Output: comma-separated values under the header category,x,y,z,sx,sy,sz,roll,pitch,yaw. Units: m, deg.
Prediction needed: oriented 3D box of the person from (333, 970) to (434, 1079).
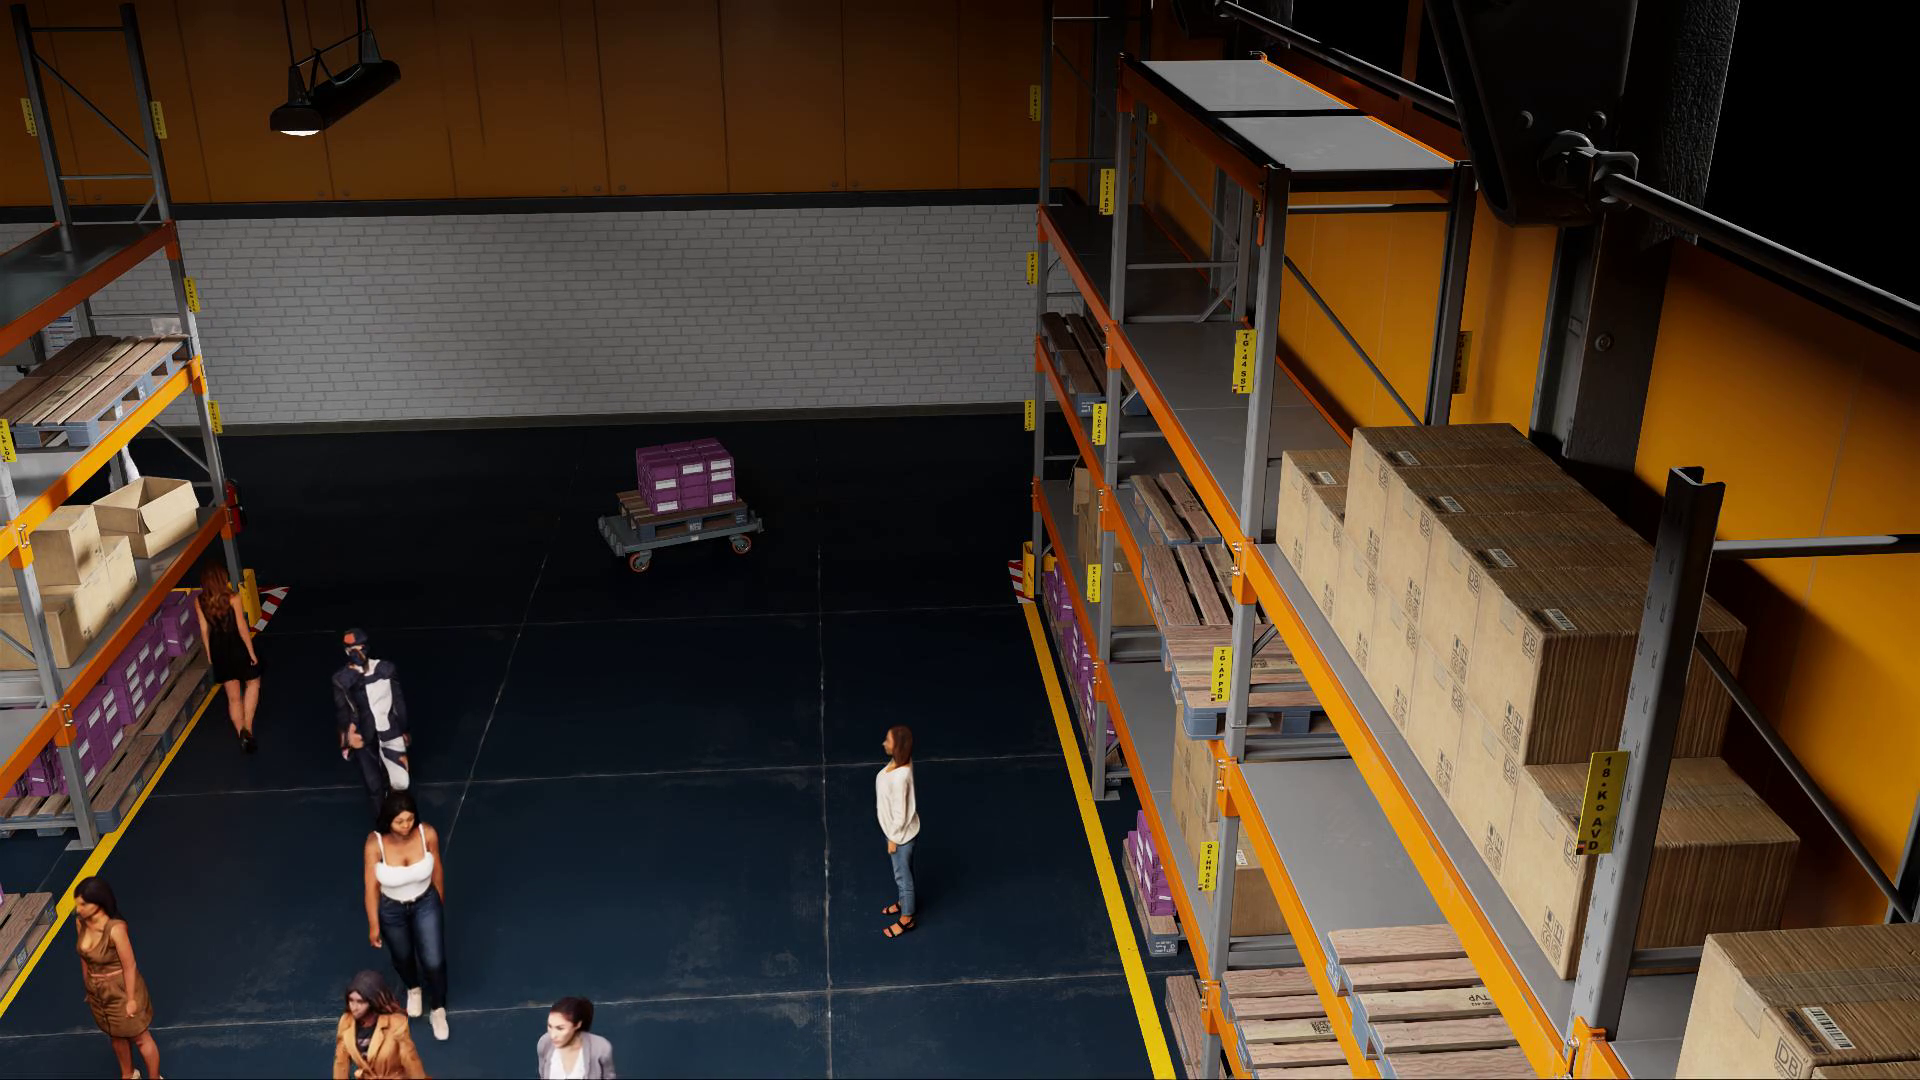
category,x,y,z,sx,sy,sz,roll,pitch,yaw
person,-3.223,3.141,9.492,1.012,1.667,1.291,7,25,16

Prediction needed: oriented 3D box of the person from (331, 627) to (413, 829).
category,x,y,z,sx,sy,sz,roll,pitch,yaw
person,-4.559,1.504,12.975,0.828,1.878,0.888,-10,26,-22

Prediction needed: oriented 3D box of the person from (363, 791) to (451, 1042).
category,x,y,z,sx,sy,sz,roll,pitch,yaw
person,-3.675,2.397,11.049,0.775,1.784,0.918,-7,25,-16

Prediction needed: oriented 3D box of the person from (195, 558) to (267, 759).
category,x,y,z,sx,sy,sz,roll,pitch,yaw
person,-6.199,1.051,14.082,0.612,1.822,0.598,-1,24,-1

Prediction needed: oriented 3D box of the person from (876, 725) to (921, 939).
category,x,y,z,sx,sy,sz,roll,pitch,yaw
person,-0.426,2.061,11.945,0.669,1.682,0.466,-1,24,-3

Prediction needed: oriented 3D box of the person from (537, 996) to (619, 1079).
category,x,y,z,sx,sy,sz,roll,pitch,yaw
person,-2.086,3.203,9.359,0.751,1.661,0.949,4,24,8

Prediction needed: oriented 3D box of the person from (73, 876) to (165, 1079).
category,x,y,z,sx,sy,sz,roll,pitch,yaw
person,-5.209,2.790,10.270,0.634,1.687,0.643,9,25,20
